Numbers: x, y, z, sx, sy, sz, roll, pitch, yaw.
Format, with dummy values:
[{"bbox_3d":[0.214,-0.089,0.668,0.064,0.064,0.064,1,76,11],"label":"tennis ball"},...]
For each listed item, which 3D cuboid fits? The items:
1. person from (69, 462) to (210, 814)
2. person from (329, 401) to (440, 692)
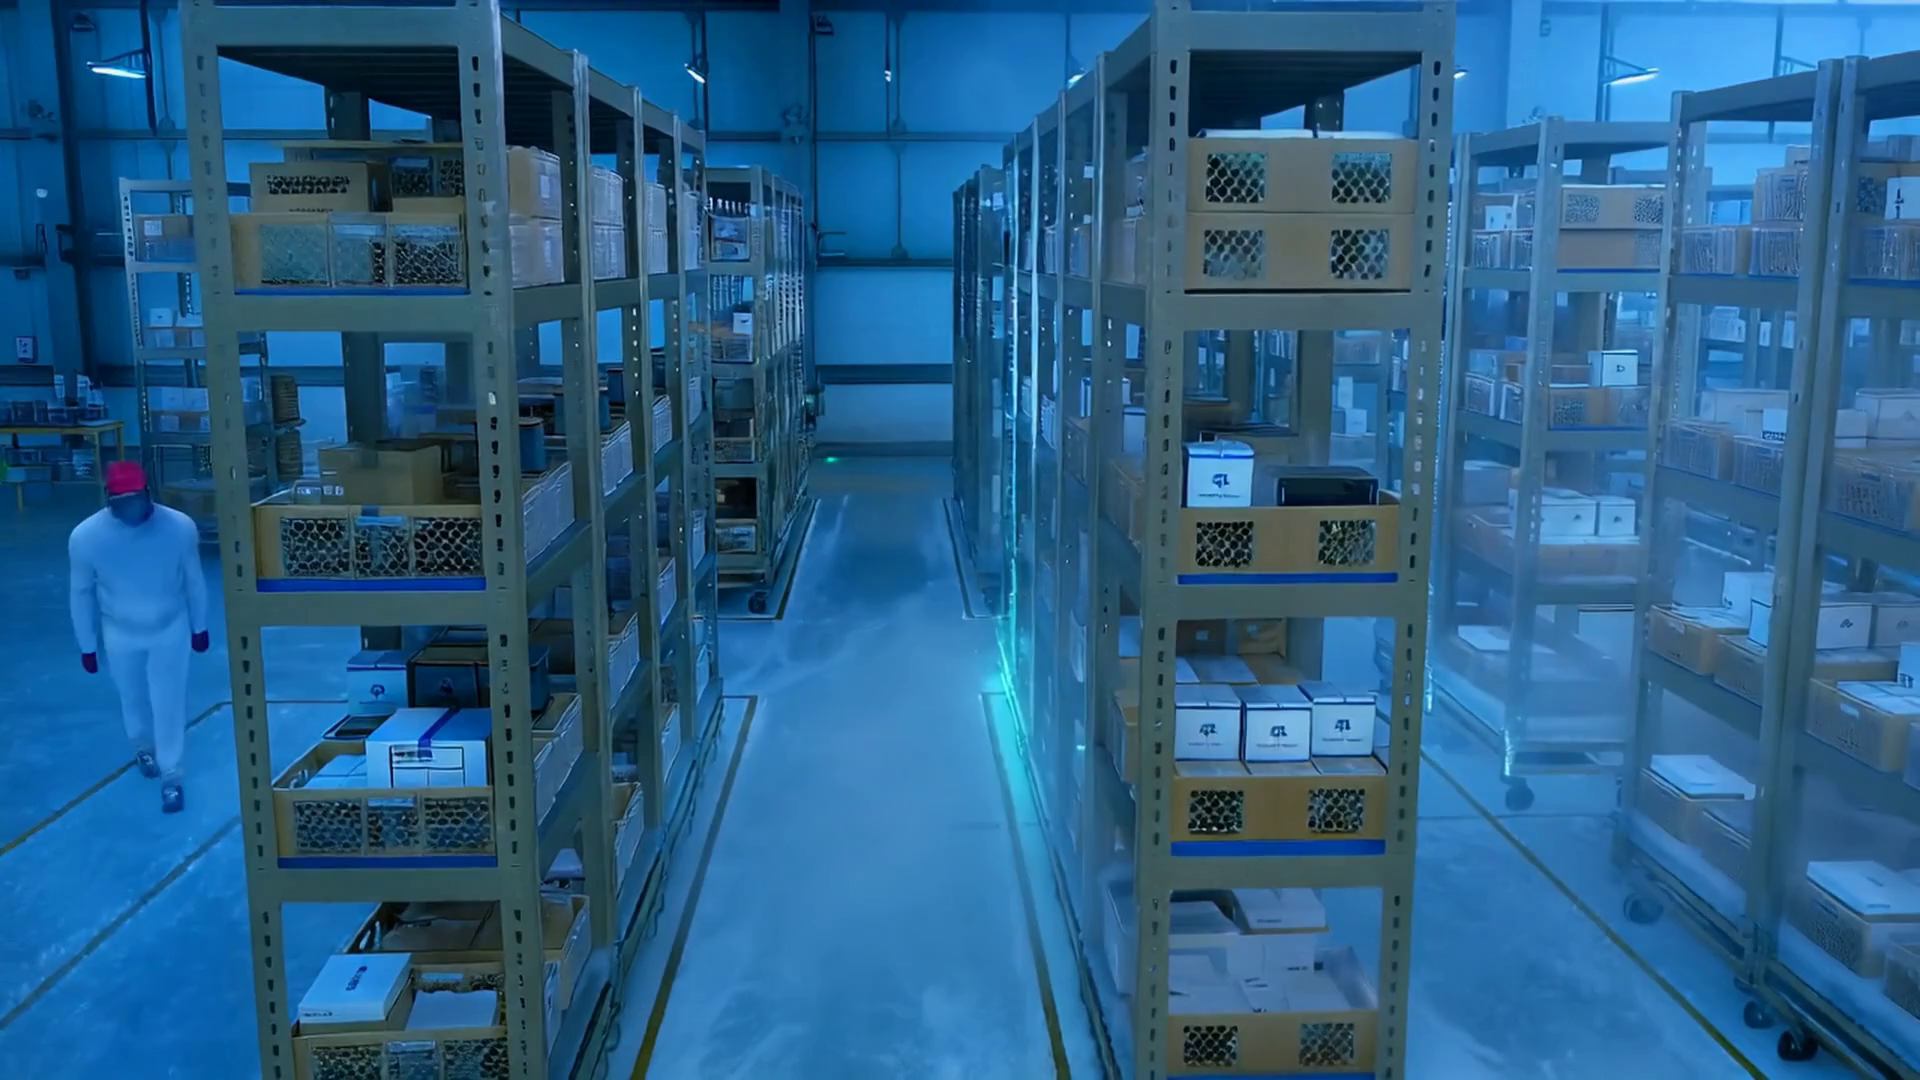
[{"bbox_3d":[-4.431,0.478,9.029,0.662,1.861,1.011,-4,11,-23],"label":"person"},{"bbox_3d":[-3.900,0.042,11.166,0.900,1.956,0.650,-4,11,-21],"label":"person"}]
